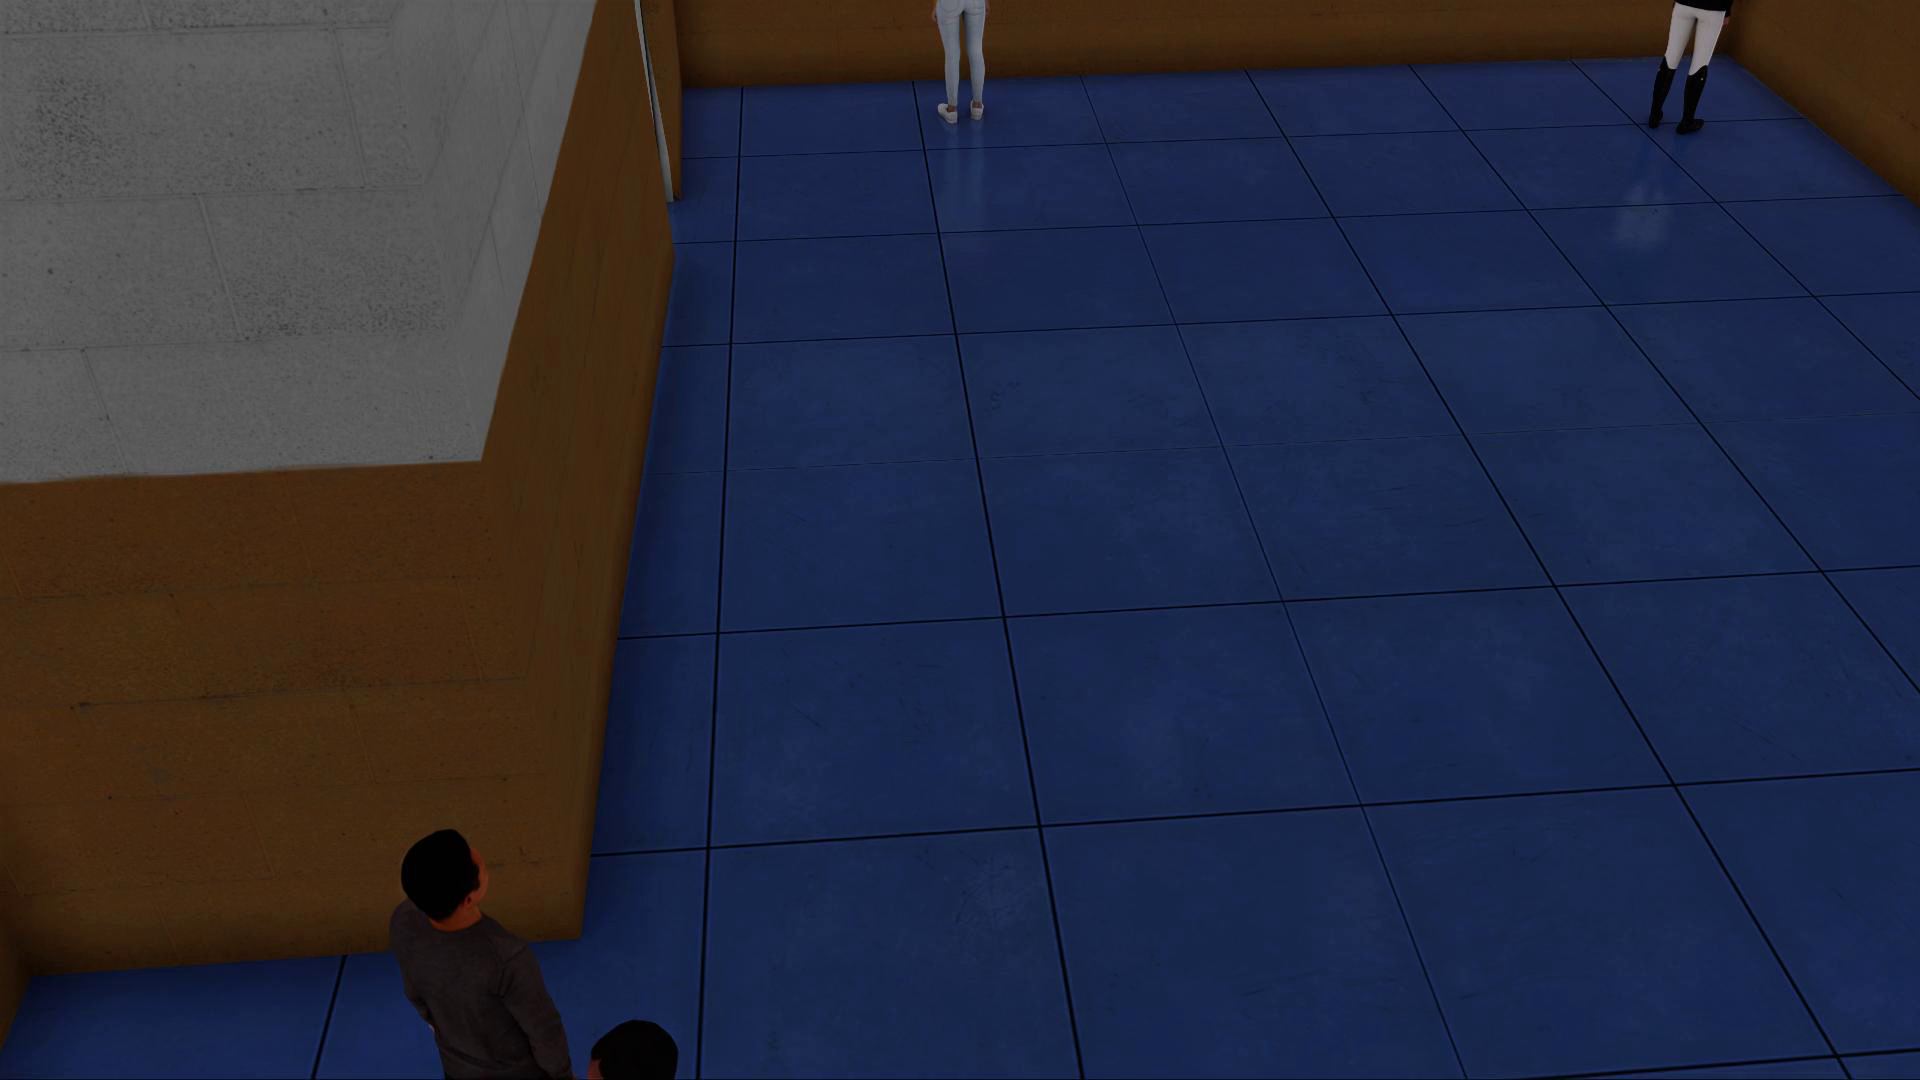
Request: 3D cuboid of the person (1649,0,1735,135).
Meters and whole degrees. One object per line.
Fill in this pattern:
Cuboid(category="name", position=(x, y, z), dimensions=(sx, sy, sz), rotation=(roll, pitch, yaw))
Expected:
Cuboid(category="person", position=(5.262, -3.761, 11.833), dimensions=(0.664, 1.729, 0.724), rotation=(27, 44, 31))

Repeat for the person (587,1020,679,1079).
Cuboid(category="person", position=(-0.777, 1.845, 4.367), dimensions=(0.666, 1.743, 0.715), rotation=(29, 46, 33))

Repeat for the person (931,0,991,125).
Cuboid(category="person", position=(0.009, -3.881, 11.989), dimensions=(0.540, 1.750, 0.678), rotation=(-8, 38, -10))

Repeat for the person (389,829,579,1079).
Cuboid(category="person", position=(-1.358, 1.496, 4.812), dimensions=(0.648, 1.766, 0.781), rotation=(-12, 38, -15))
